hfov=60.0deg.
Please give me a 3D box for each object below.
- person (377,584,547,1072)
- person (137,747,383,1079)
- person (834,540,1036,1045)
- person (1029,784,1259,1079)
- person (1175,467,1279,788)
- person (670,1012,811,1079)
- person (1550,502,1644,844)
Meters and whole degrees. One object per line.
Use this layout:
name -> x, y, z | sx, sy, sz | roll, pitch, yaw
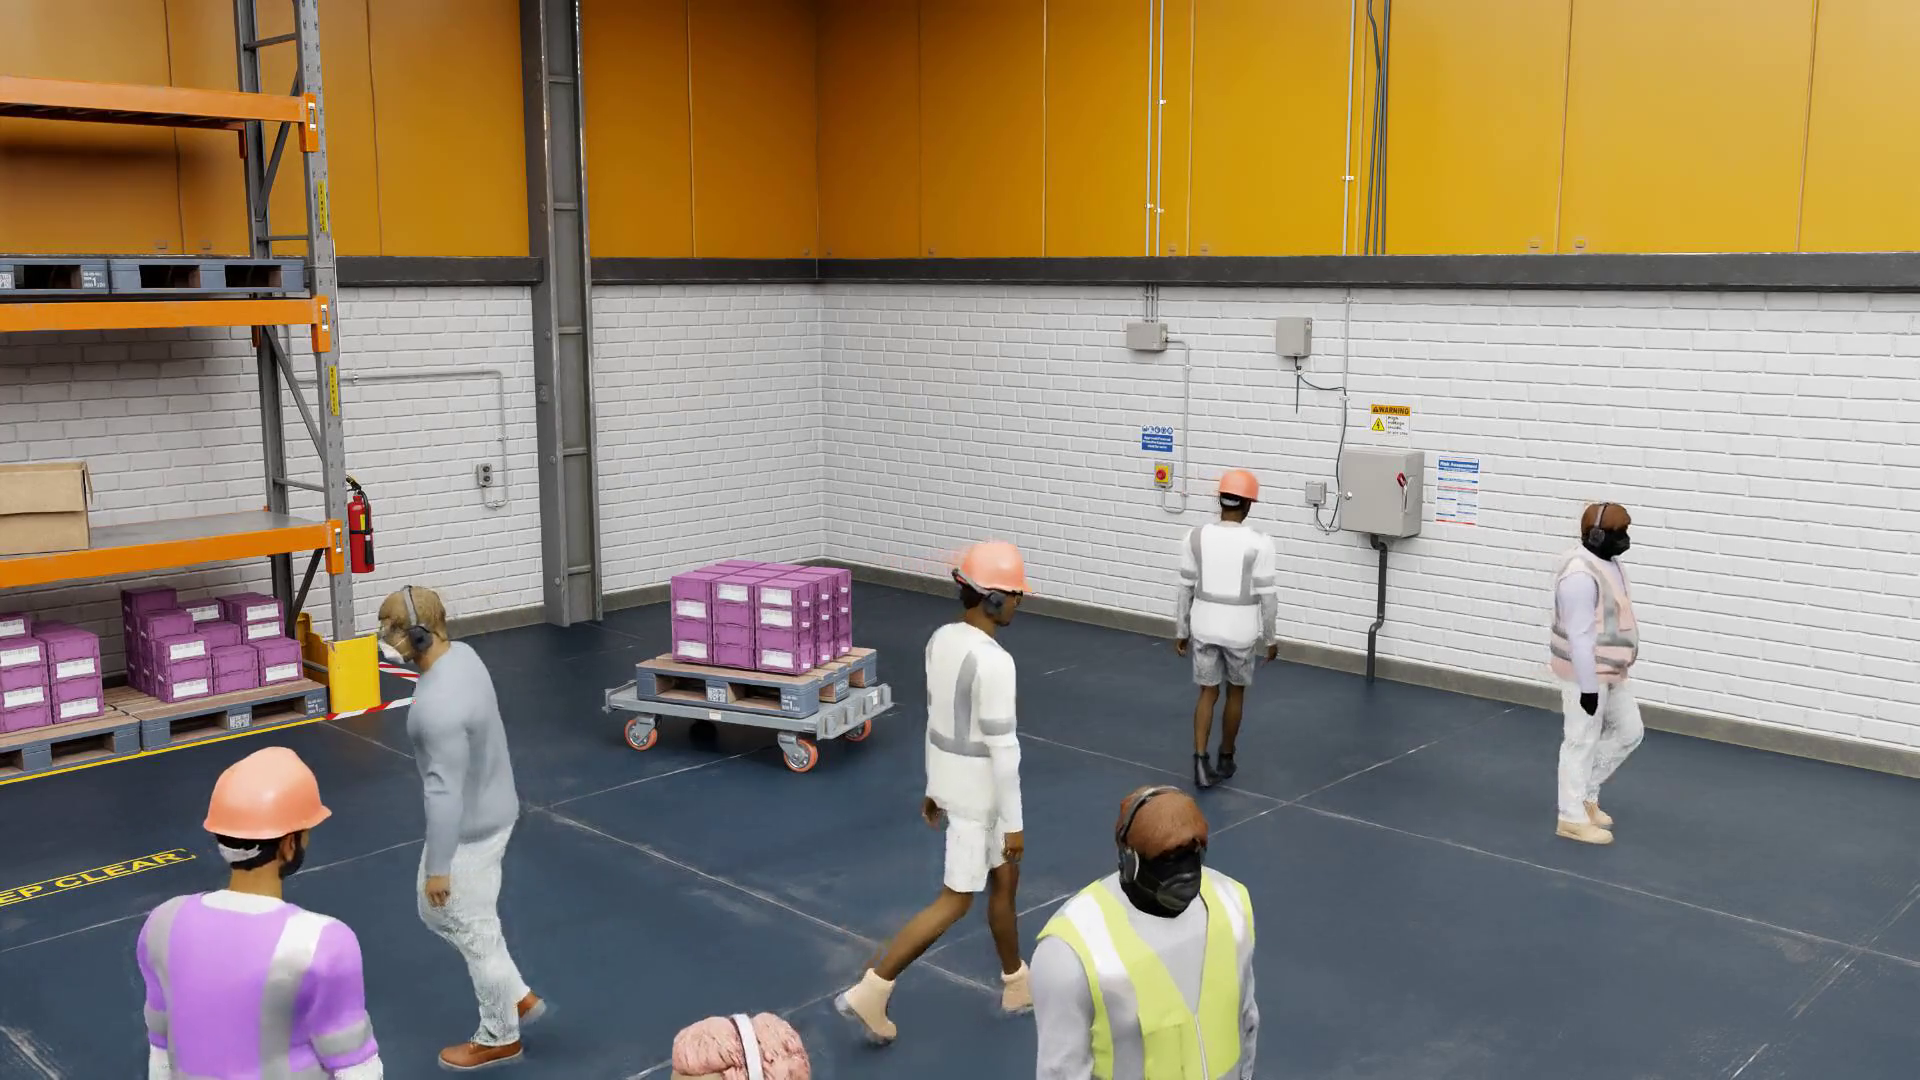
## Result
person -> -1.863, 1.088, 6.163 | 0.479, 1.905, 0.664 | -2, 9, -12
person -> -1.619, 1.433, 4.007 | 0.564, 1.915, 0.511 | 3, 10, 15
person -> -0.026, 0.992, 6.517 | 1.008, 1.999, 0.624 | -4, 10, -21
person -> 0.463, 1.470, 4.072 | 0.629, 1.834, 0.433 | -5, 11, -28
person -> 1.574, 0.514, 9.719 | 0.614, 1.892, 0.650 | 4, 10, 25
person -> -0.279, 1.657, 2.736 | 0.725, 1.884, 0.657 | -4, 10, -21
person -> 3.355, 0.703, 8.770 | 0.463, 1.827, 0.650 | 7, 11, 35
